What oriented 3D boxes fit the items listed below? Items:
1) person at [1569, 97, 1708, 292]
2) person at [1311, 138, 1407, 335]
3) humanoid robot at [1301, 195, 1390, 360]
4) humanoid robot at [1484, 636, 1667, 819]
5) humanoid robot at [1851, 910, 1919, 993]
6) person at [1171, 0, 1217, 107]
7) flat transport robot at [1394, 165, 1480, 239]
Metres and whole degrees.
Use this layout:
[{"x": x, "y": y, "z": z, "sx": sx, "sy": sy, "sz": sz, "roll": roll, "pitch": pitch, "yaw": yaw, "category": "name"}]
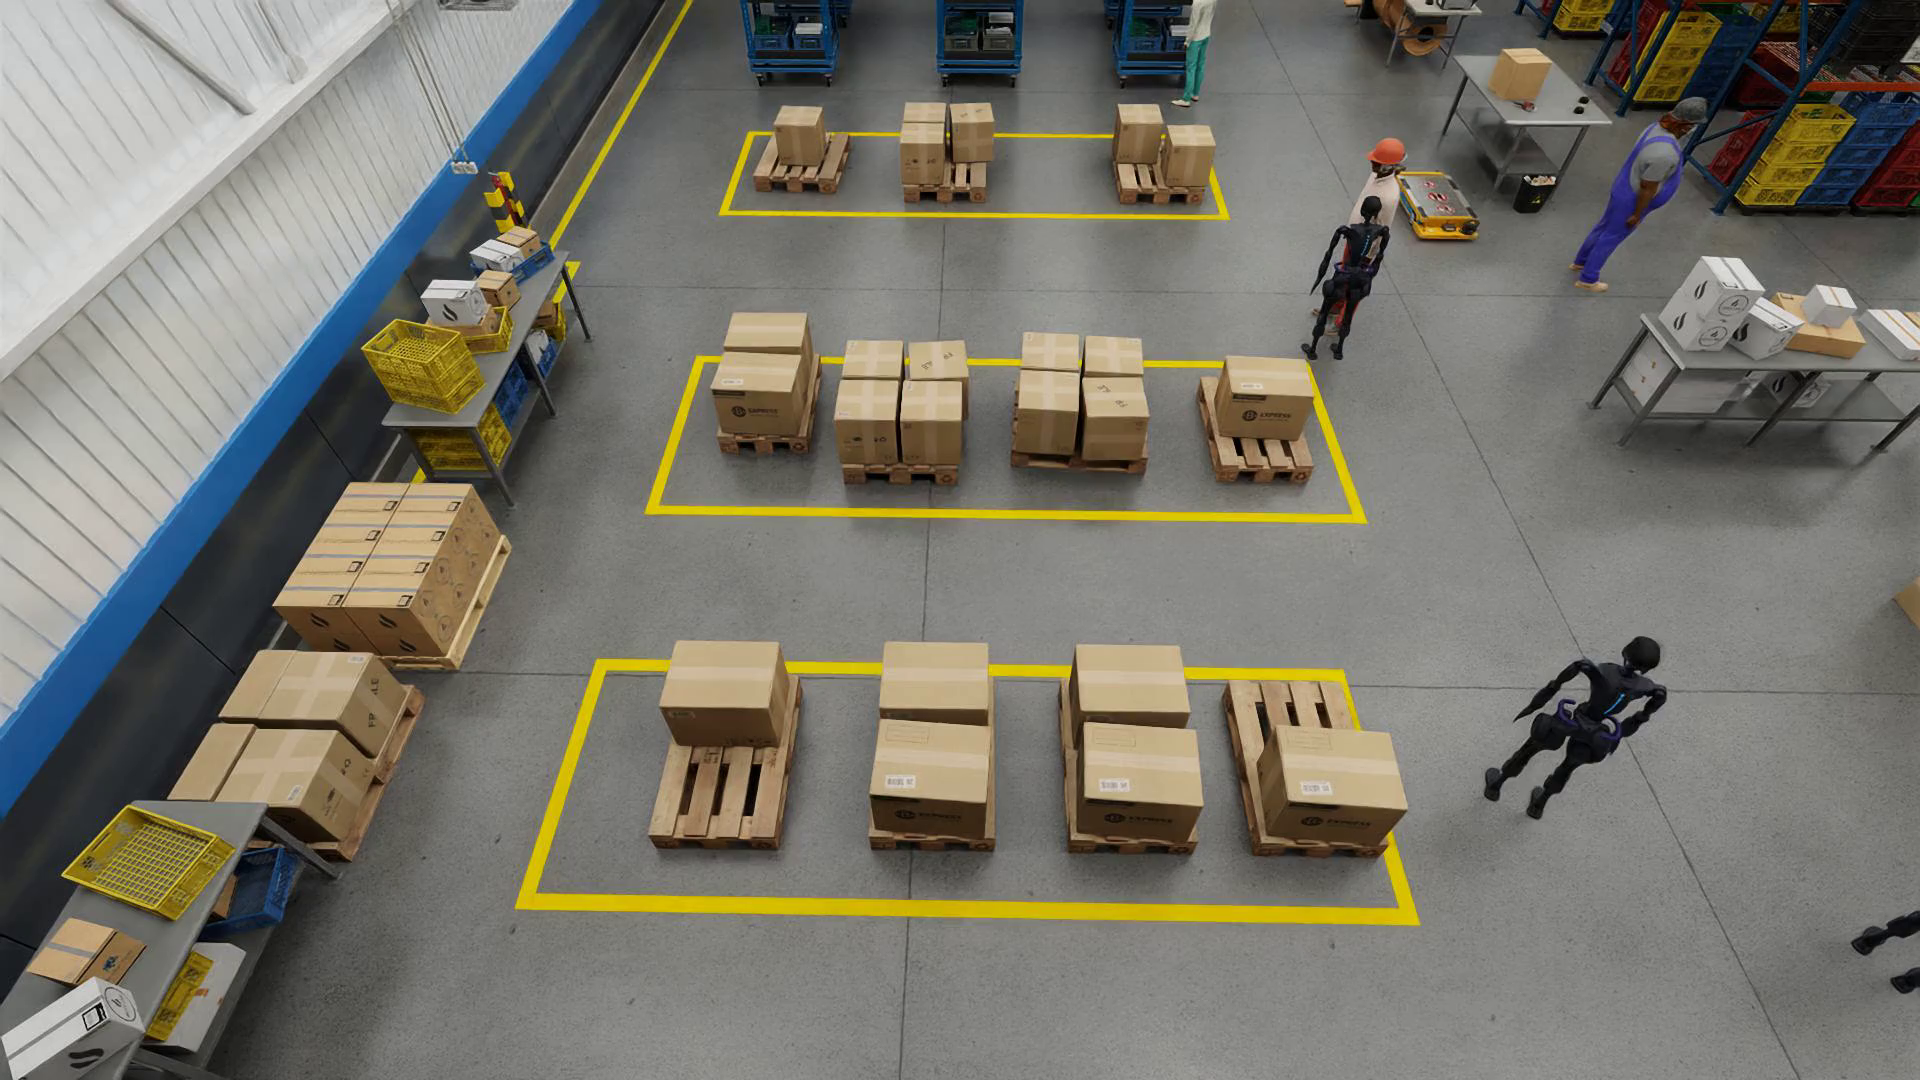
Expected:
[{"x": 6.987, "y": -3.535, "z": 9.422, "sx": 0.536, "sy": 2.000, "sz": 0.679, "roll": 13, "pitch": 50, "yaw": 11, "category": "person"}, {"x": 3.897, "y": -2.917, "z": 8.919, "sx": 0.388, "sy": 1.990, "sz": 0.620, "roll": 2, "pitch": 49, "yaw": 2, "category": "person"}, {"x": 3.690, "y": -2.478, "z": 8.746, "sx": 0.570, "sy": 1.651, "sz": 0.326, "roll": 0, "pitch": 49, "yaw": 0, "category": "humanoid robot"}, {"x": 3.769, "y": 1.148, "z": 5.607, "sx": 0.573, "sy": 1.649, "sz": 0.349, "roll": 22, "pitch": 53, "yaw": 18, "category": "humanoid robot"}, {"x": 5.603, "y": 1.968, "z": 4.897, "sx": 0.335, "sy": 1.651, "sz": 0.570, "roll": -22, "pitch": 53, "yaw": -18, "category": "humanoid robot"}, {"x": 3.216, "y": -6.839, "z": 12.461, "sx": 0.314, "sy": 1.769, "sz": 0.523, "roll": 35, "pitch": 58, "yaw": 26, "category": "person"}, {"x": 5.692, "y": -4.094, "z": 11.059, "sx": 0.652, "sy": 0.197, "sz": 1.431, "roll": 1, "pitch": 49, "yaw": 1, "category": "flat transport robot"}]
